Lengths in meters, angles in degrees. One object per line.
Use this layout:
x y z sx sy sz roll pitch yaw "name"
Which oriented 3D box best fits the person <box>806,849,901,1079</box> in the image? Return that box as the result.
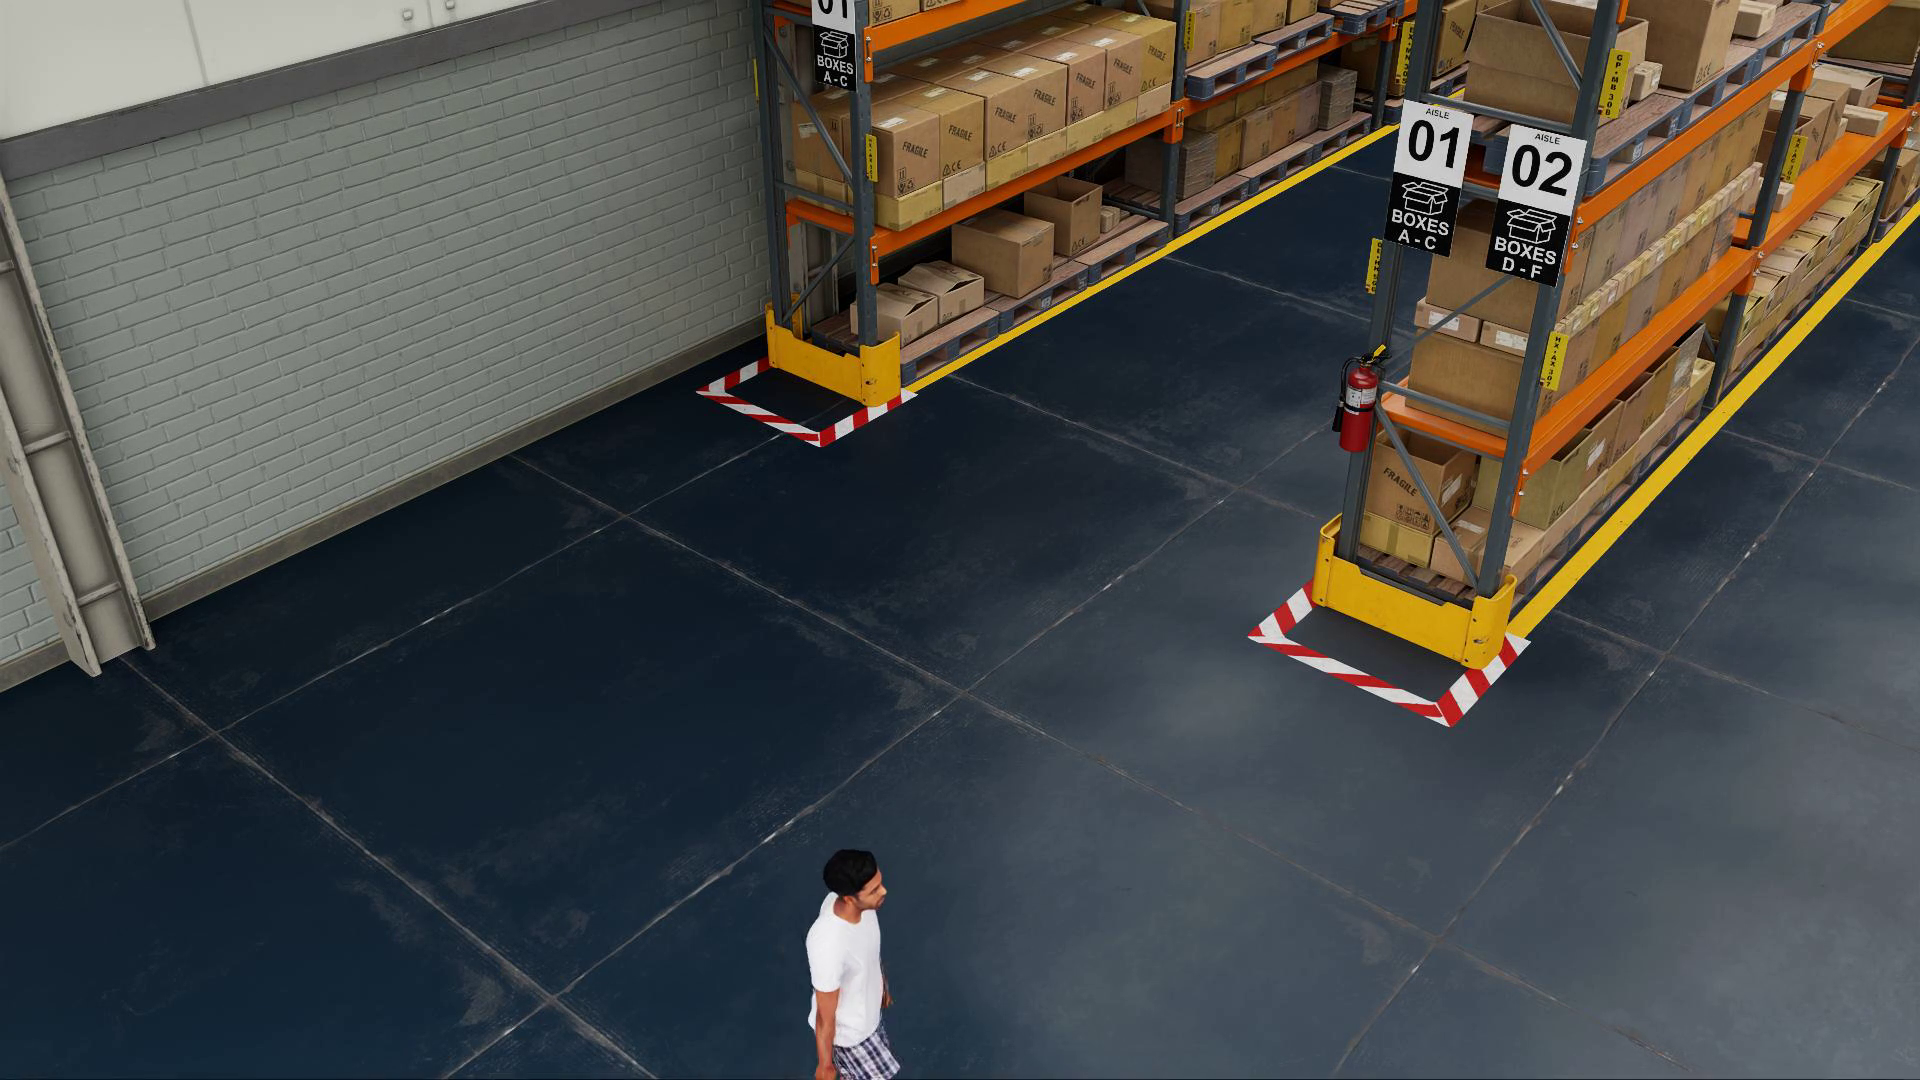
-0.507 1.871 6.589 0.832 1.721 0.724 6 34 9 "person"
